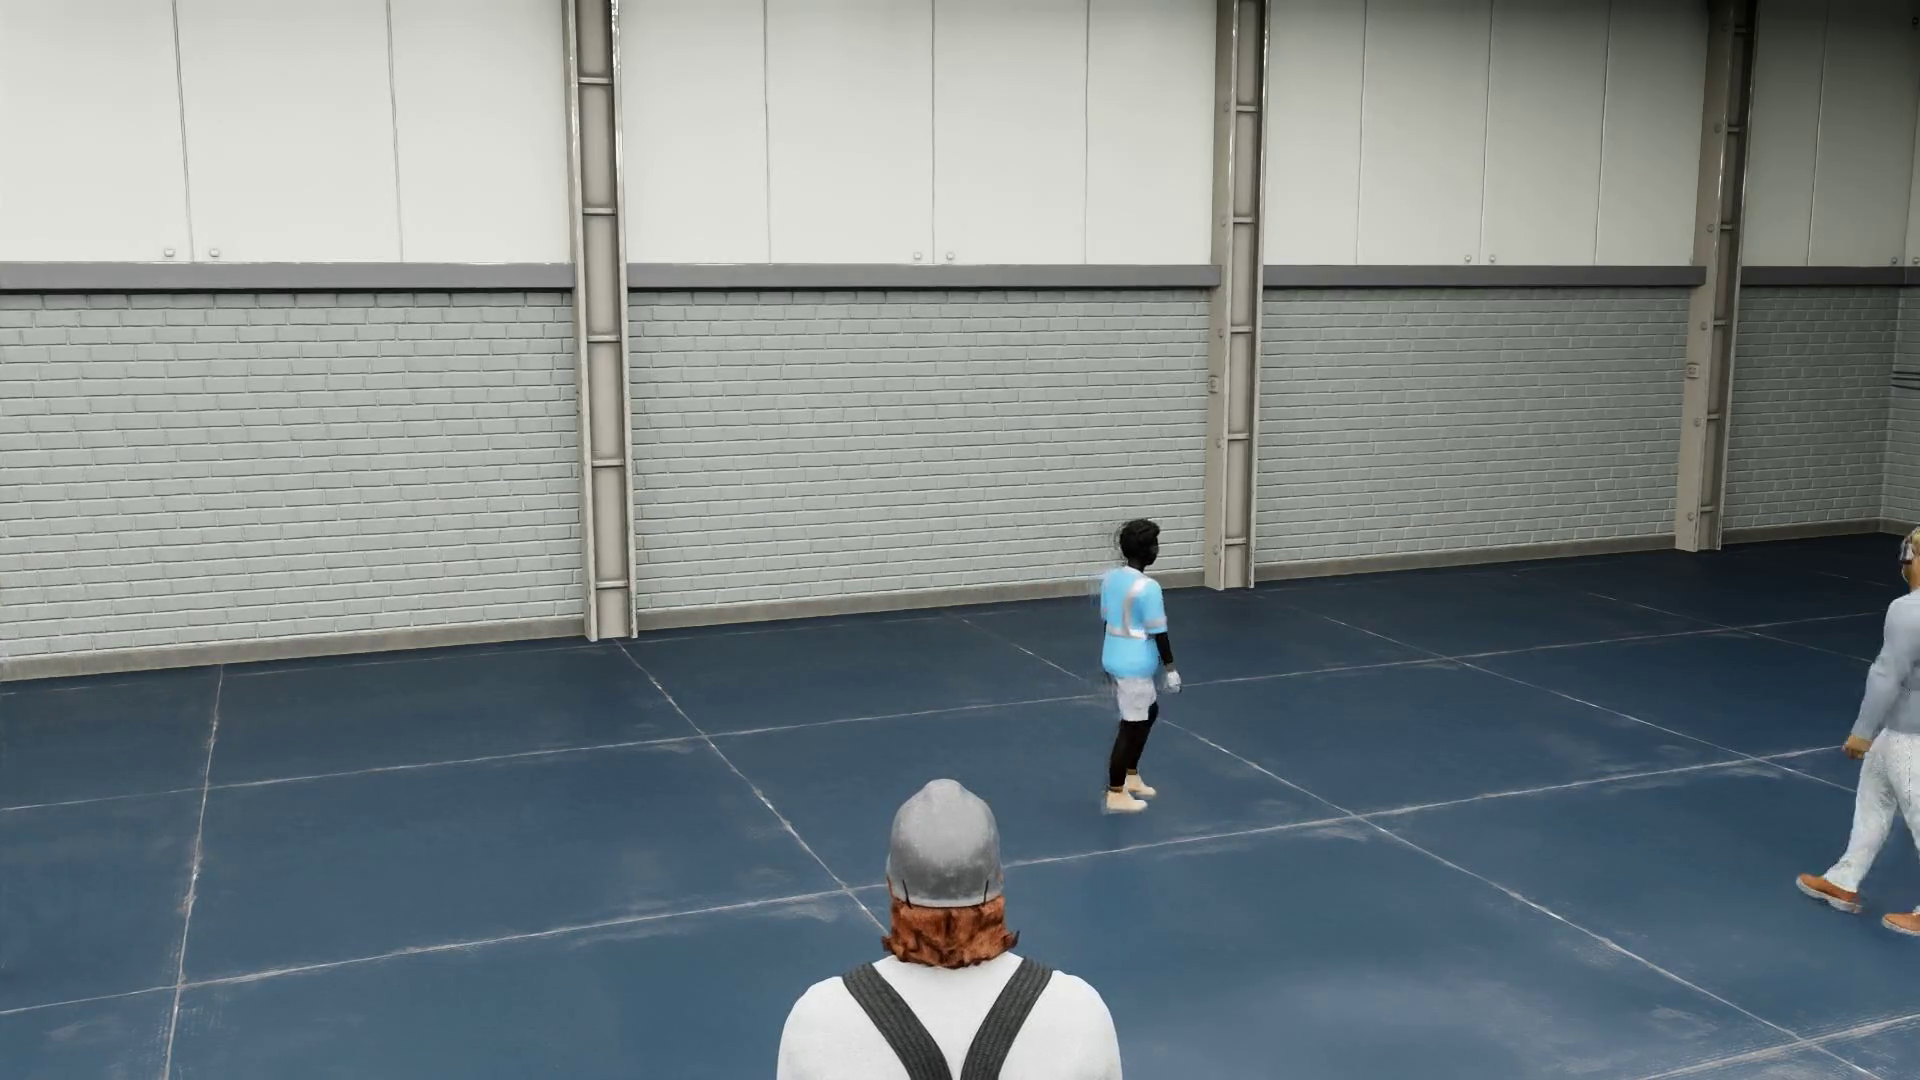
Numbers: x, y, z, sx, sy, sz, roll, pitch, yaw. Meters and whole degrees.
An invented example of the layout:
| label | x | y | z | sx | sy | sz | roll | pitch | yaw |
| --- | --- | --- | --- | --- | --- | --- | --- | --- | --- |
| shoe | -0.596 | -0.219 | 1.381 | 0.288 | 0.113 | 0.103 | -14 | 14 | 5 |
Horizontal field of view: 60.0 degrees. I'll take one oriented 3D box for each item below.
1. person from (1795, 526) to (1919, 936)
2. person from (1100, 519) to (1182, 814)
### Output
| label | x | y | z | sx | sy | sz | roll | pitch | yaw |
| --- | --- | --- | --- | --- | --- | --- | --- | --- | --- |
| person | 4.337 | 0.865 | 7.759 | 0.824 | 1.885 | 0.627 | 8 | 12 | 43 |
| person | 1.027 | 0.715 | 9.357 | 0.502 | 1.677 | 0.539 | -2 | 9 | -15 |
